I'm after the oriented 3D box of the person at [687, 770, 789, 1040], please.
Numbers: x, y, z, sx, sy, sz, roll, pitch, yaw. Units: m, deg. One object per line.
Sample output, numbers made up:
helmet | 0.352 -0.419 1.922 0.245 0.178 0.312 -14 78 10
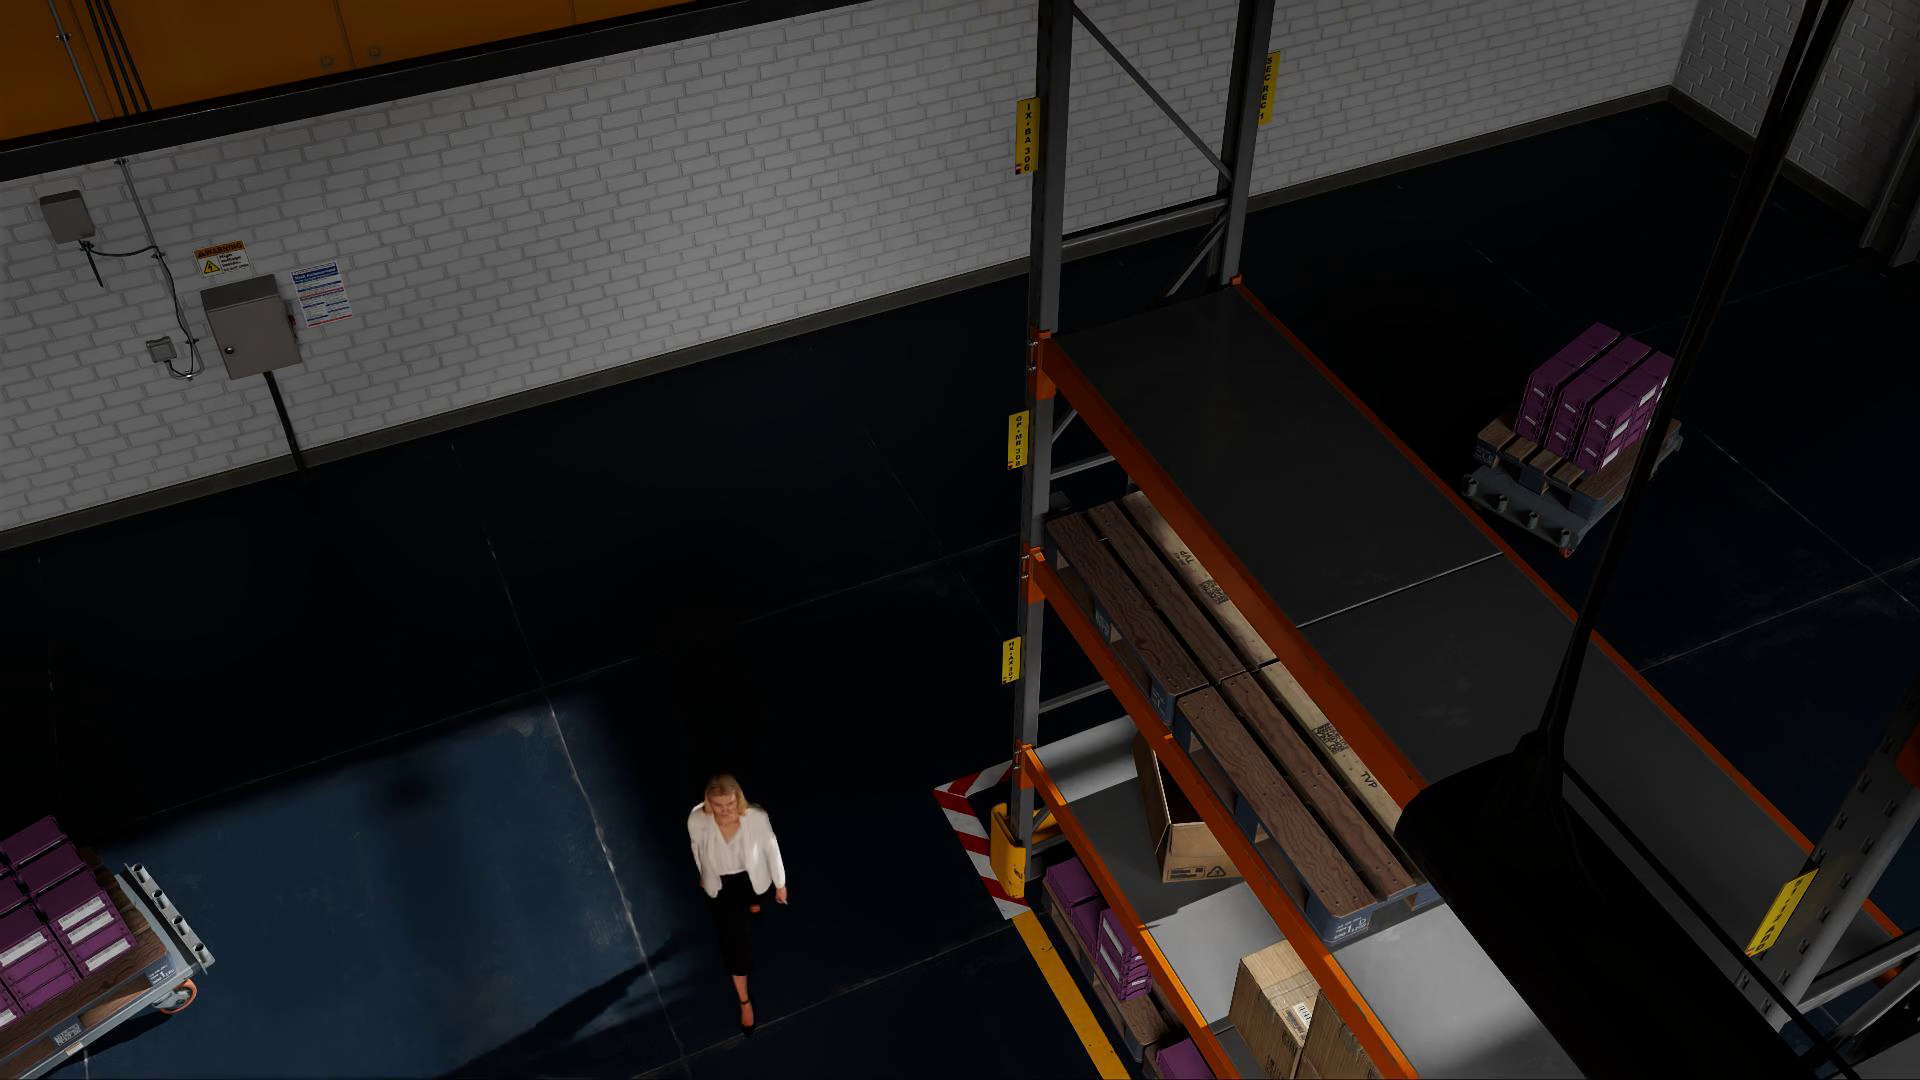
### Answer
person | -1.192 1.778 9.022 0.879 1.814 1.249 -6 44 -6
